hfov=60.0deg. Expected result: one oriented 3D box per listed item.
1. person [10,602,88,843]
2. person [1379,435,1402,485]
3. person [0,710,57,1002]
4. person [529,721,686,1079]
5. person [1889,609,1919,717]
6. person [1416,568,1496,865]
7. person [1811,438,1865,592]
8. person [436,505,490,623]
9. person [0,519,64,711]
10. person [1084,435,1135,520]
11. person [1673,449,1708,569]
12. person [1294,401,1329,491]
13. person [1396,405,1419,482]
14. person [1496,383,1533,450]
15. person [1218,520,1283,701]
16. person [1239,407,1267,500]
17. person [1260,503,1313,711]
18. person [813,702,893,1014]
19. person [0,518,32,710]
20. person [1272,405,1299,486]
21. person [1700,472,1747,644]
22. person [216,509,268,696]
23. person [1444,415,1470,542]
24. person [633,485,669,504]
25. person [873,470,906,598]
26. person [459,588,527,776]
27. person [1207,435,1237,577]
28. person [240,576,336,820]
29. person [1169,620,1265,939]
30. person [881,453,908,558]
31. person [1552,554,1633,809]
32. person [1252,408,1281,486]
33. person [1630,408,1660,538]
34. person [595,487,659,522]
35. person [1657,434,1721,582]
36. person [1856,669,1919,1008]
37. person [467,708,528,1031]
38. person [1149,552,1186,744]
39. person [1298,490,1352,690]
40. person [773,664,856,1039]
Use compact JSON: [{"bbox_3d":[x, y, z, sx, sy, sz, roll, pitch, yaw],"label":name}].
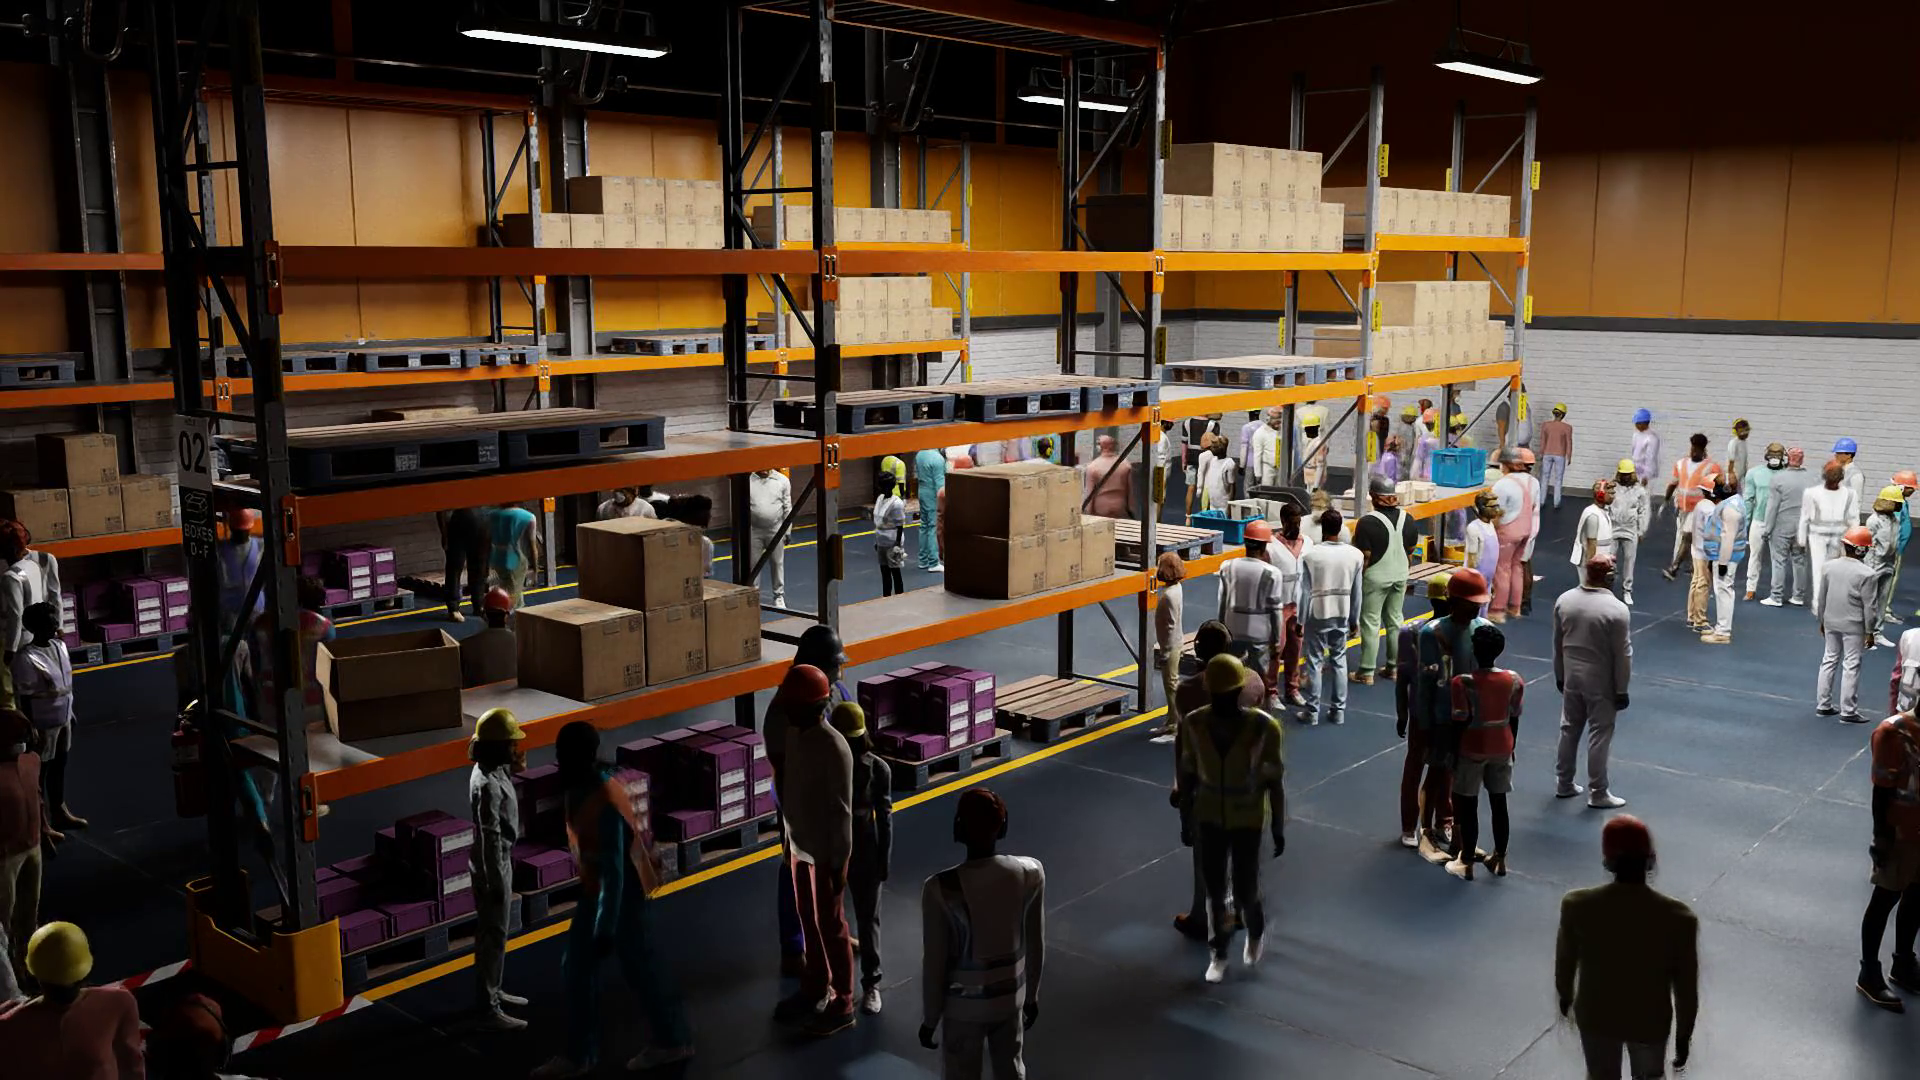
[{"bbox_3d":[-6.431,1.268,11.738,0.316,1.695,0.542,0,10,3],"label":"person"},{"bbox_3d":[6.071,-0.672,23.521,0.321,1.631,0.527,1,10,6],"label":"person"},{"bbox_3d":[-5.208,1.728,9.181,0.279,1.633,0.498,2,10,10],"label":"person"},{"bbox_3d":[-1.765,1.778,8.182,0.898,1.868,0.614,-7,12,-34],"label":"person"},{"bbox_3d":[6.737,1.235,11.543,0.403,1.827,0.600,-6,11,-33],"label":"person"},{"bbox_3d":[3.361,1.187,11.227,0.606,2.036,0.406,-4,10,-21],"label":"person"},{"bbox_3d":[10.691,-0.271,20.180,0.385,1.948,0.605,0,10,-2],"label":"person"},{"bbox_3d":[-5.576,-0.098,18.871,0.536,2.000,0.672,8,12,40],"label":"person"},{"bbox_3d":[-8.045,0.747,14.322,0.584,1.878,0.368,-3,10,-19],"label":"person"},{"bbox_3d":[1.895,-0.381,21.056,0.686,1.877,0.525,-4,10,-21],"label":"person"},{"bbox_3d":[9.716,-0.424,22.013,0.523,1.638,0.310,0,10,1],"label":"person"},{"bbox_3d":[6.010,-1.676,28.693,0.622,1.901,0.673,-1,10,-4],"label":"person"},{"bbox_3d":[7.377,-1.339,27.226,0.688,1.719,0.501,8,13,41],"label":"person"},{"bbox_3d":[9.560,-1.721,28.562,0.687,2.000,0.538,-5,11,-29],"label":"person"},{"bbox_3d":[2.437,0.782,13.975,0.565,1.921,0.386,5,11,29],"label":"person"},{"bbox_3d":[4.582,-1.217,25.938,0.592,1.915,0.392,-7,12,-36],"label":"person"},{"bbox_3d":[2.955,0.600,15.117,0.598,1.907,0.408,-6,11,-31],"label":"person"},{"bbox_3d":[-0.607,1.713,8.983,0.487,1.738,0.321,0,10,0],"label":"person"},{"bbox_3d":[-8.382,0.705,14.703,0.565,1.837,0.387,-1,10,-8],"label":"person"},{"bbox_3d":[4.896,-1.107,25.013,0.541,2.015,0.639,1,10,3],"label":"person"},{"bbox_3d":[8.168,0.187,17.799,0.429,1.836,0.632,4,10,25],"label":"person"},{"bbox_3d":[-6.538,0.592,15.150,0.561,1.916,0.620,-6,11,-31],"label":"person"},{"bbox_3d":[7.026,-0.840,23.753,0.641,1.897,0.478,-7,12,-36],"label":"person"},{"bbox_3d":[-3.381,0.082,18.191,0.604,1.906,0.780,2,10,14],"label":"person"},{"bbox_3d":[-0.821,0.041,19.077,0.319,1.692,0.533,-6,11,-33],"label":"person"},{"bbox_3d":[-3.310,1.209,11.955,0.570,1.743,0.353,-2,10,-14],"label":"person"},{"bbox_3d":[3.365,-0.442,21.524,0.344,1.841,0.506,-5,11,-25],"label":"person"},{"bbox_3d":[-4.873,1.160,12.091,0.756,1.803,0.460,0,10,-1],"label":"person"},{"bbox_3d":[1.536,1.436,10.031,0.627,1.935,0.371,-5,11,-29],"label":"person"},{"bbox_3d":[-0.903,-0.585,22.834,0.320,1.686,0.540,-6,11,-30],"label":"person"},{"bbox_3d":[4.754,1.044,12.459,0.402,1.904,0.652,-6,11,-30],"label":"person"},{"bbox_3d":[4.679,-1.036,24.914,0.656,1.893,0.399,-6,11,-31],"label":"person"},{"bbox_3d":[10.008,-0.975,24.444,0.460,1.925,0.609,-2,10,-11],"label":"person"},{"bbox_3d":[-3.339,0.286,16.579,0.685,2.000,0.535,2,10,10],"label":"person"},{"bbox_3d":[9.313,-0.417,21.220,1.021,1.899,0.708,-5,11,-28],"label":"person"},{"bbox_3d":[5.240,1.579,9.094,0.611,1.957,0.396,-4,10,-20],"label":"person"},{"bbox_3d":[-2.450,1.736,8.843,0.334,1.736,0.488,-3,10,-16],"label":"person"},{"bbox_3d":[1.757,0.905,14.085,0.281,1.636,0.500,1,10,8],"label":"person"},{"bbox_3d":[3.361,0.466,15.922,0.658,1.909,0.566,7,12,34],"label":"person"},{"bbox_3d":[-0.779,1.621,8.787,0.409,1.986,0.621,-6,11,-31],"label":"person"}]
